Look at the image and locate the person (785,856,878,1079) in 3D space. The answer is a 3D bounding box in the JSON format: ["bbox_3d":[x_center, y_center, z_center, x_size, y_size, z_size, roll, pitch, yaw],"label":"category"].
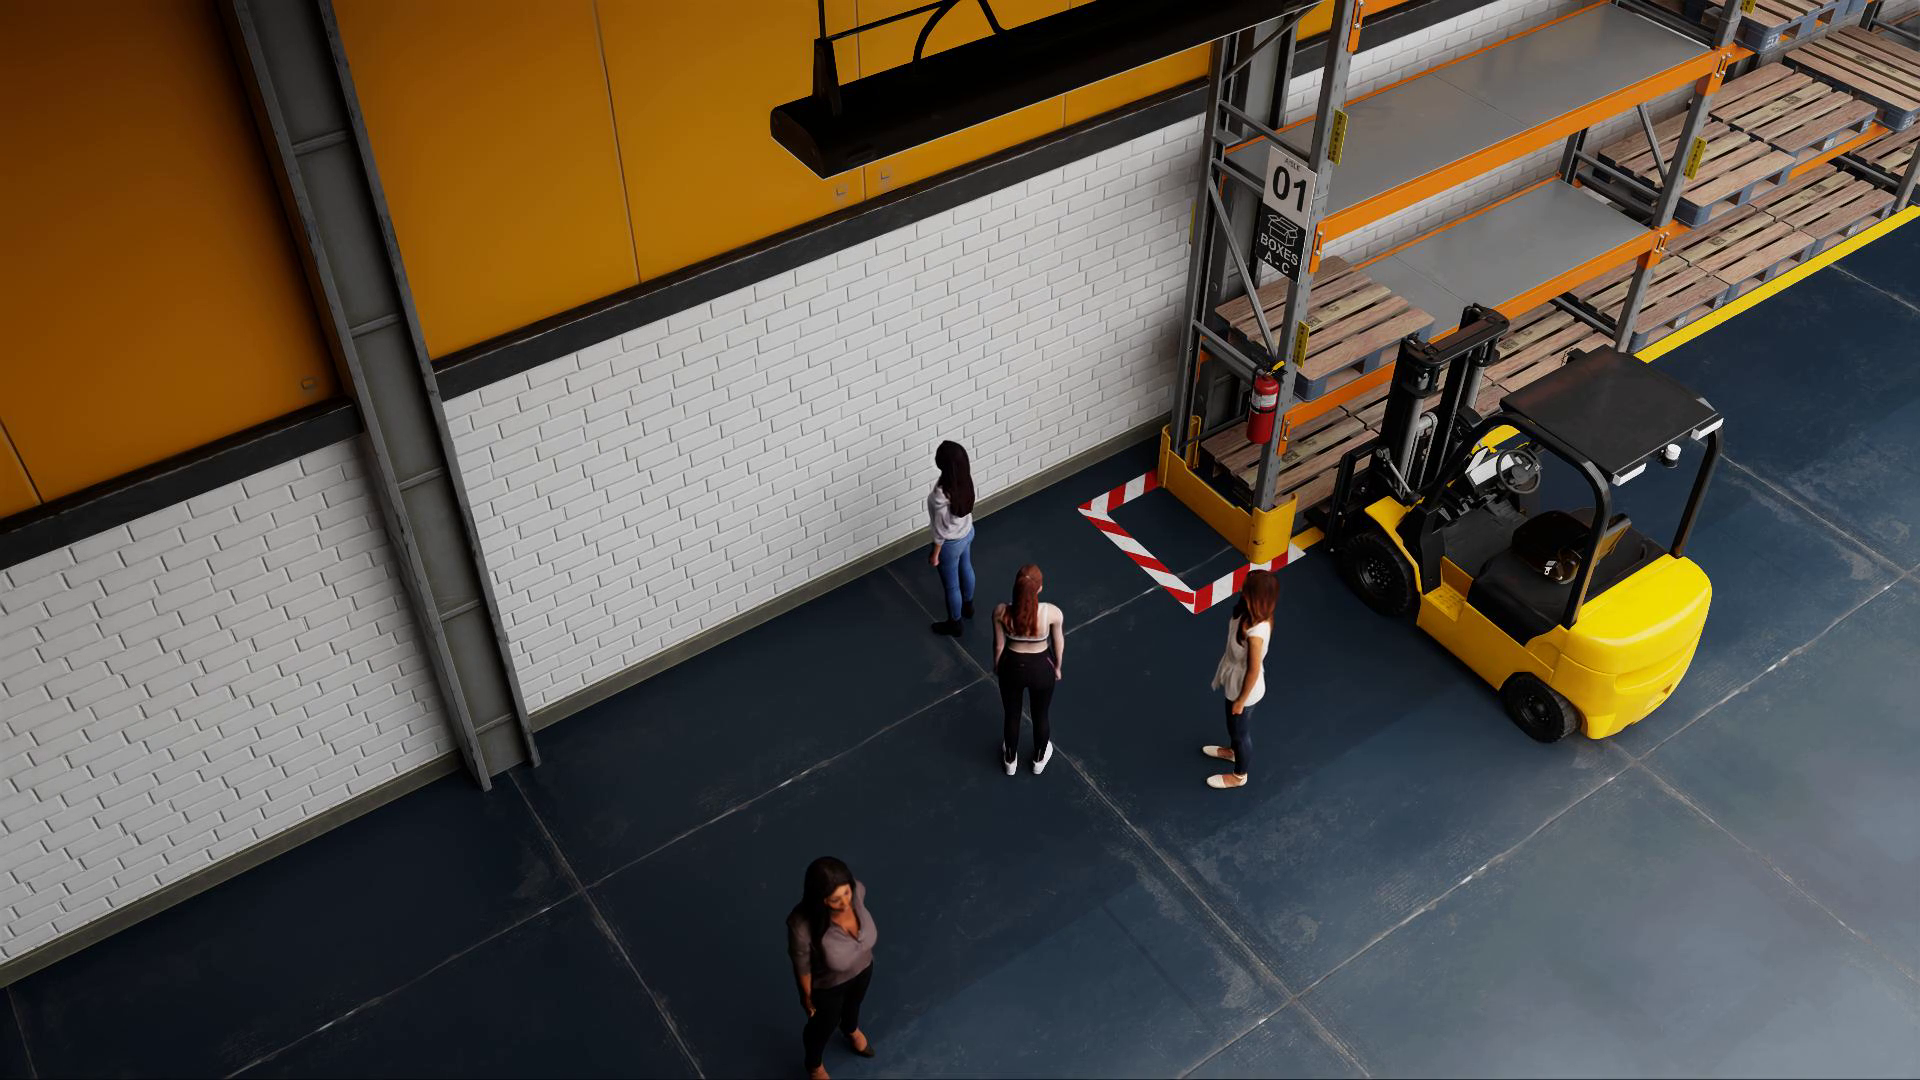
[{"bbox_3d":[-0.656,2.218,8.558,0.755,1.841,0.606,33,52,30],"label":"person"}]

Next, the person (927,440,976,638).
[{"bbox_3d":[-0.036,-0.014,11.052,0.739,1.632,0.610,20,47,19],"label":"person"}]

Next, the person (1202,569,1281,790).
[{"bbox_3d":[1.720,0.844,10.041,0.726,1.785,0.684,3,44,4],"label":"person"}]

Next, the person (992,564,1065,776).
[{"bbox_3d":[0.405,0.802,10.117,0.652,1.740,0.728,4,44,4],"label":"person"}]
